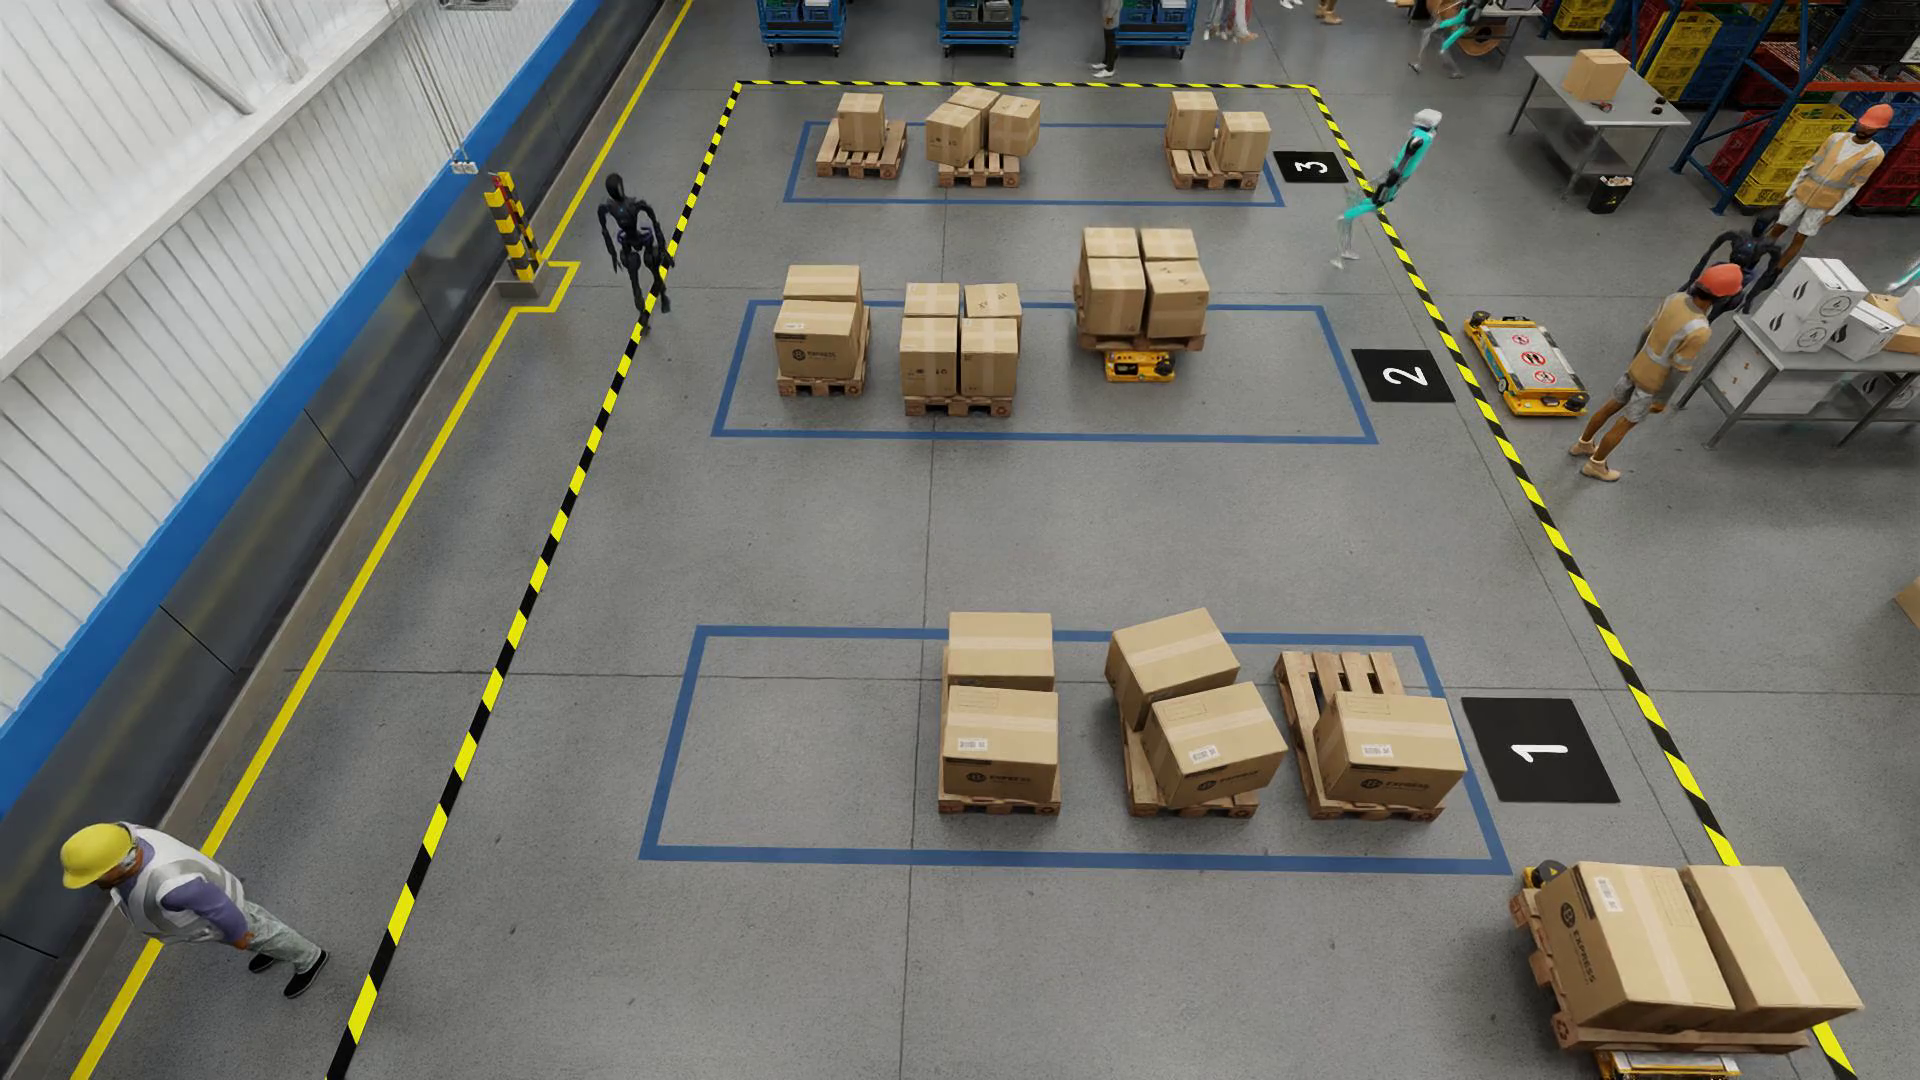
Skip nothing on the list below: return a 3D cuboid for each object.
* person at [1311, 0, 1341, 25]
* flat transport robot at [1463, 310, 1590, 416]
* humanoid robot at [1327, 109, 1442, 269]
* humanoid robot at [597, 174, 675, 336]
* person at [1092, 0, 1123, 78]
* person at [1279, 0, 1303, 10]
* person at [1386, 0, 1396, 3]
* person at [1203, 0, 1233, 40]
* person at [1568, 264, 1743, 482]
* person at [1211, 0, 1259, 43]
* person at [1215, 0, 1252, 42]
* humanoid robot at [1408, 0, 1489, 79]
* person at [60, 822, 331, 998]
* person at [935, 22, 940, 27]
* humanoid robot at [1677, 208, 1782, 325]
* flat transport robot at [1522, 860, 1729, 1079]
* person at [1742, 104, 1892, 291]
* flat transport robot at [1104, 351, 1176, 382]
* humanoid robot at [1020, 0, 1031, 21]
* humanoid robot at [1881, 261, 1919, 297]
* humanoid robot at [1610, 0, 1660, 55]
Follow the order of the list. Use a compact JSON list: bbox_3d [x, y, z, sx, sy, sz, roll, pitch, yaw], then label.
[{"bbox_3d":[6.036,-9.213,14.348,0.465,2.022,0.641,-4,49,-4],"label":"person"},{"bbox_3d":[5.573,-1.757,9.054,0.659,0.231,1.431,1,49,1],"label":"flat transport robot"},{"bbox_3d":[4.435,-3.771,9.831,0.800,1.769,0.551,31,56,24],"label":"humanoid robot"},{"bbox_3d":[-3.185,-2.859,9.102,0.613,1.625,0.739,-7,49,-6],"label":"humanoid robot"},{"bbox_3d":[2.116,-7.600,13.064,0.397,1.850,0.597,3,49,2],"label":"person"},{"bbox_3d":[5.622,-9.709,14.877,0.517,1.873,0.334,-34,57,-26],"label":"person"},{"bbox_3d":[7.489,-9.840,14.991,0.329,1.871,0.509,25,54,20],"label":"person"},{"bbox_3d":[4.092,-8.579,13.984,0.492,1.740,0.322,-2,49,-2],"label":"person"},{"bbox_3d":[5.700,-1.350,7.530,0.374,2.045,0.606,4,49,3],"label":"person"},{"bbox_3d":[4.342,-8.610,13.977,0.649,1.787,0.903,-36,58,-27],"label":"person"},{"bbox_3d":[4.370,-8.675,13.952,0.393,1.919,0.591,-30,56,-24],"label":"person"},{"bbox_3d":[7.017,-7.499,13.080,1.004,1.761,0.536,4,49,4],"label":"humanoid robot"},{"bbox_3d":[-3.985,1.942,4.818,0.599,1.830,0.404,23,53,18],"label":"person"},{"bbox_3d":[-0.059,-8.975,14.322,0.626,1.745,0.530,7,49,6],"label":"person"},{"bbox_3d":[7.203,-2.371,8.659,0.606,1.642,0.368,36,58,27],"label":"humanoid robot"},{"bbox_3d":[3.873,2.582,5.280,0.652,0.197,1.431,1,49,1],"label":"flat transport robot"},{"bbox_3d":[8.828,-3.528,9.482,0.369,1.935,0.554,-24,53,-19],"label":"person"},{"bbox_3d":[1.781,-2.149,9.375,0.652,0.197,1.431,1,49,1],"label":"flat transport robot"},{"bbox_3d":[0.930,-9.184,14.559,0.483,1.642,0.594,1,49,1],"label":"humanoid robot"},{"bbox_3d":[9.560,-2.747,8.959,0.925,1.805,0.561,-15,51,-12],"label":"humanoid robot"},{"bbox_3d":[9.884,-7.725,13.294,0.490,1.643,0.608,-8,50,-7],"label":"humanoid robot"}]
